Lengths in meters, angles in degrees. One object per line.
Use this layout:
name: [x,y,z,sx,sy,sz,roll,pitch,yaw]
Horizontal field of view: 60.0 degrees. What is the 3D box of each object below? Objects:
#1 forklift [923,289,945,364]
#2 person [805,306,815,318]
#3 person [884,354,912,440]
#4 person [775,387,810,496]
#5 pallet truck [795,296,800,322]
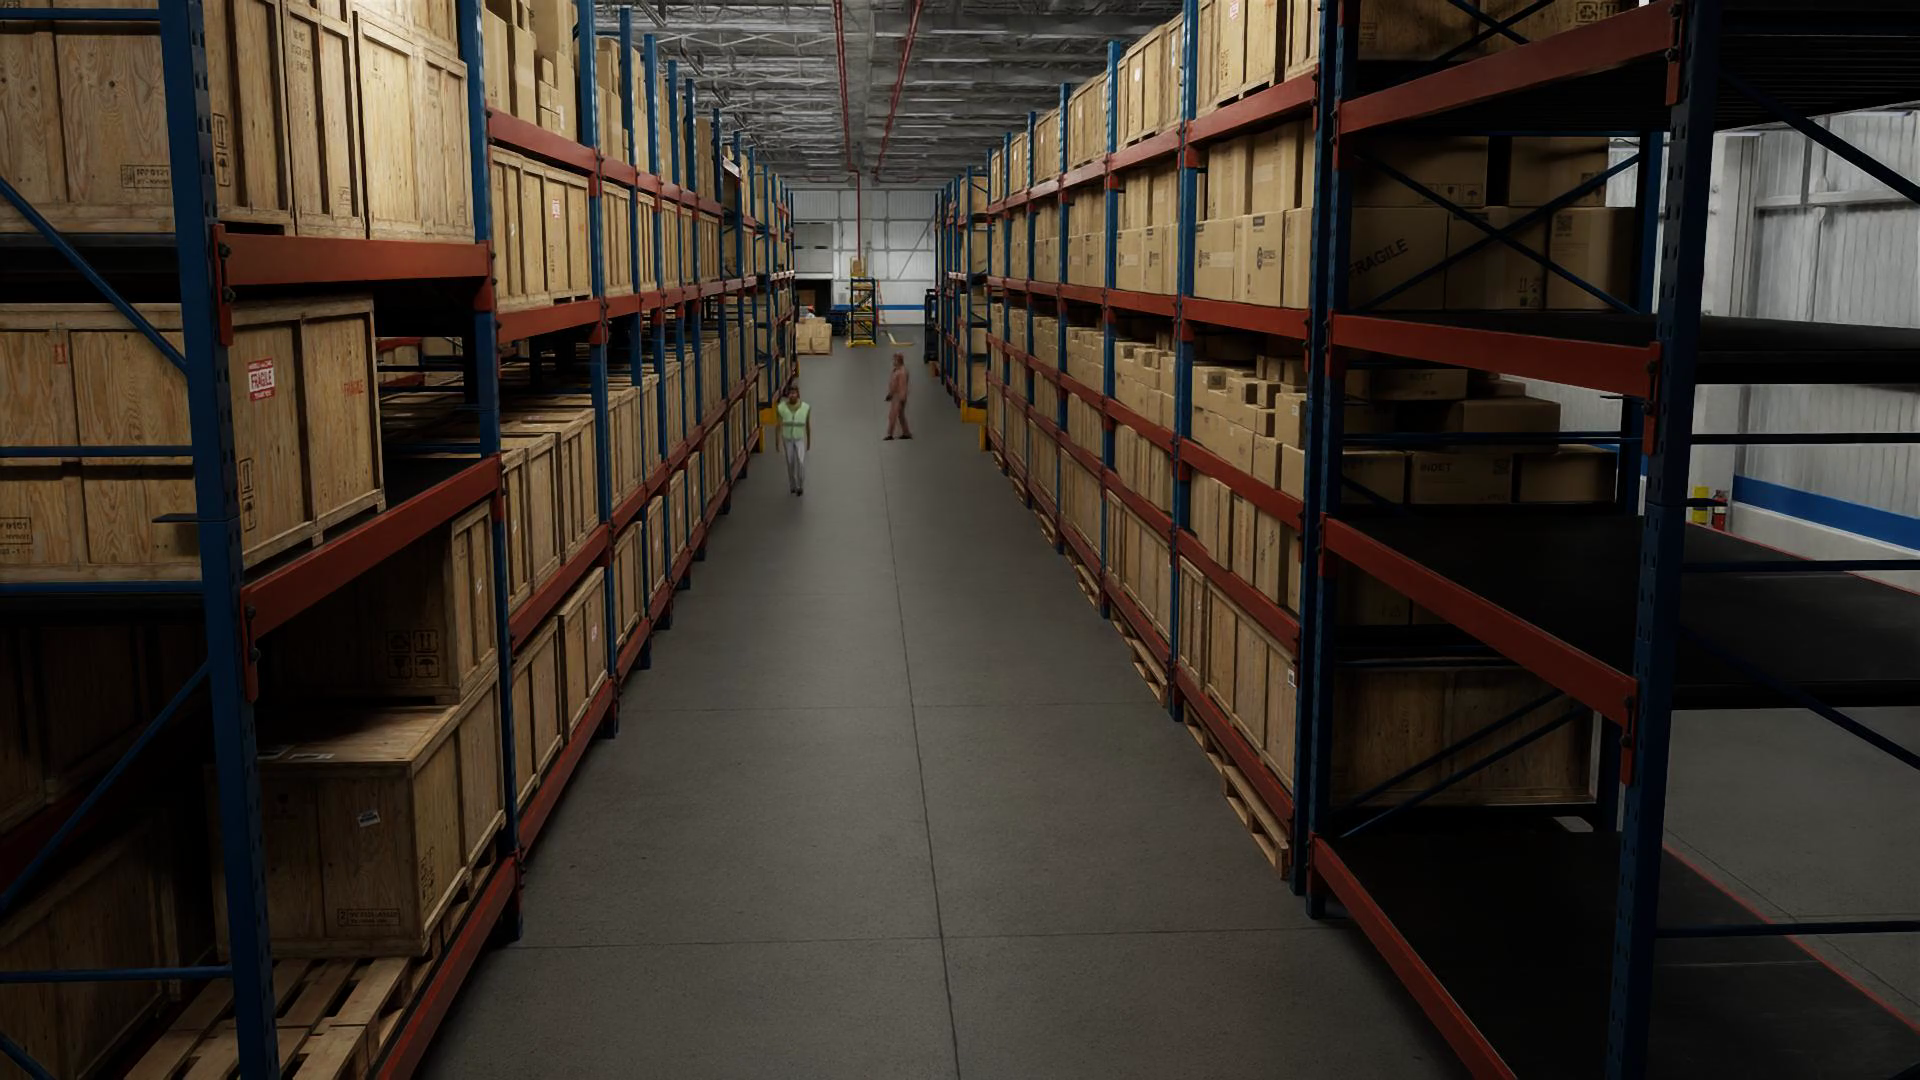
forklift: [-0.808,-8.117,62.956,1.129,2.768,1.873,-1,10,-3]
person: [-6.528,-9.285,72.782,0.545,1.930,0.395,9,13,42]
person: [-1.341,-3.093,35.979,0.658,1.874,0.717,-2,10,-12]
person: [-2.755,-1.626,27.416,0.586,1.788,0.988,-1,10,-5]
pallet truck: [-8.622,-12.439,91.403,1.885,1.965,0.823,2,10,13]
